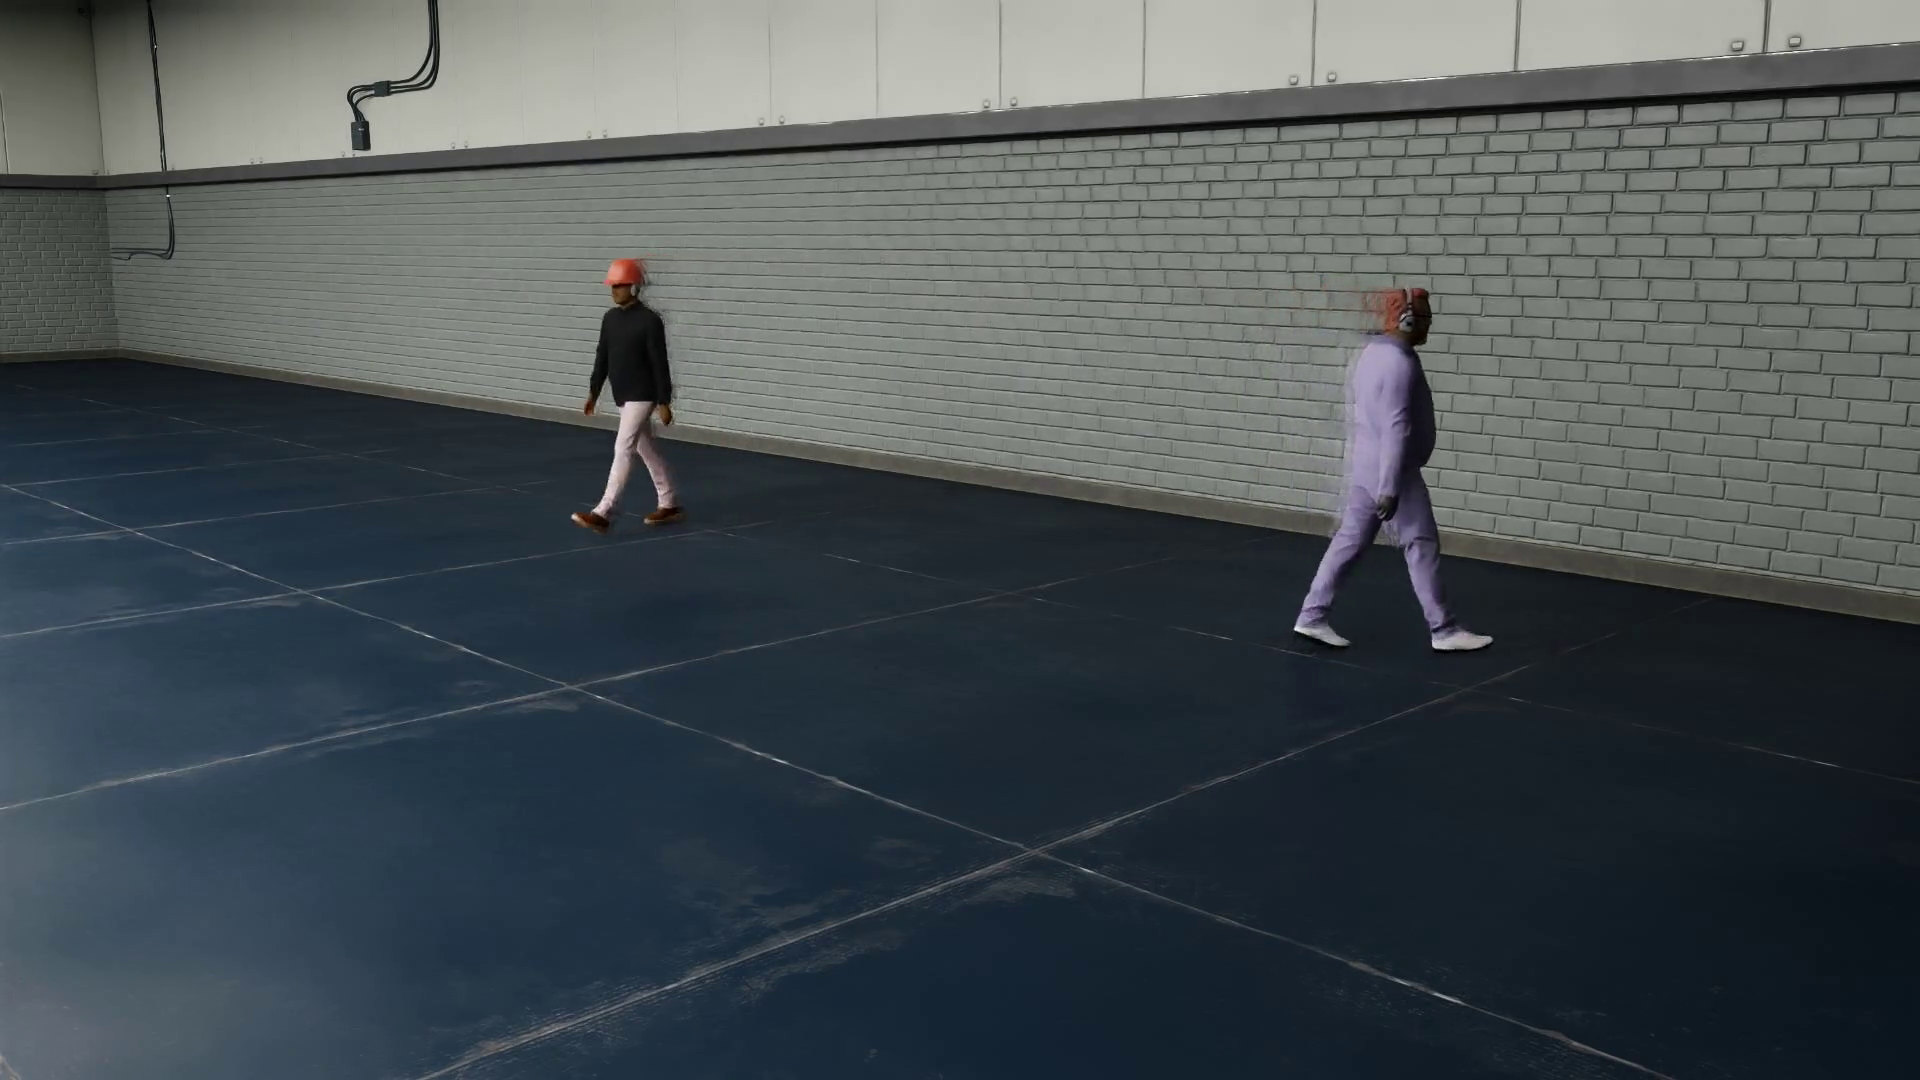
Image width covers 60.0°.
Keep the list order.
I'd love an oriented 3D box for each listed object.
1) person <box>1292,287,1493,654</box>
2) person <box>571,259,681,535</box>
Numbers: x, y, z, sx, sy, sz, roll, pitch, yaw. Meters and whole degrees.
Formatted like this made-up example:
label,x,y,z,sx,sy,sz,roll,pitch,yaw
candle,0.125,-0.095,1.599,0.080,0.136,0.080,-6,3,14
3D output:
label,x,y,z,sx,sy,sz,roll,pitch,yaw
person,2.178,-0.342,8.413,0.997,1.863,0.658,0,10,-2
person,-2.397,-1.028,11.912,1.038,1.937,0.617,-10,14,-42
